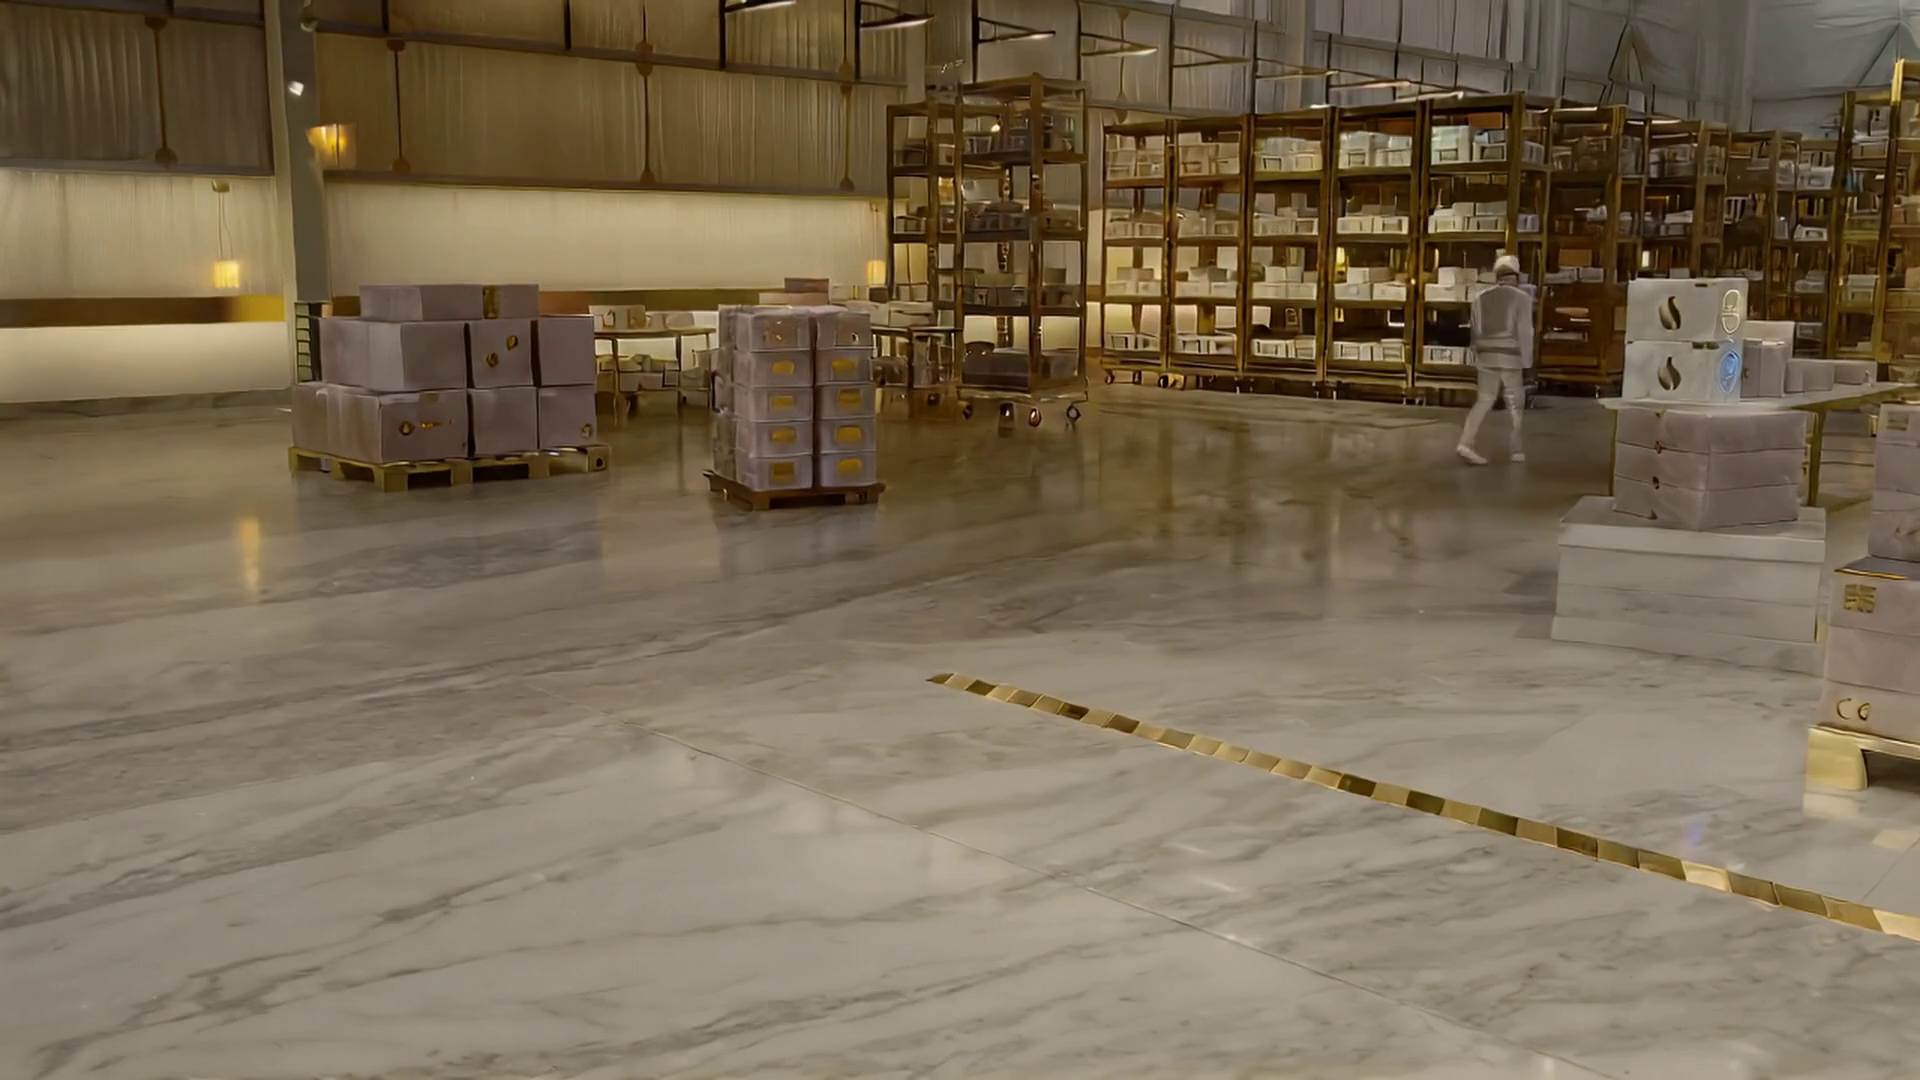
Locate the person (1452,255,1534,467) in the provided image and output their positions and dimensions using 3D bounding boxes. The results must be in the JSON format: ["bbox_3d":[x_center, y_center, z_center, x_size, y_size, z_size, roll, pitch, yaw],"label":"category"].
[{"bbox_3d":[4.532,-1.503,14.003,0.885,1.775,0.629,-9,13,-42],"label":"person"}]
